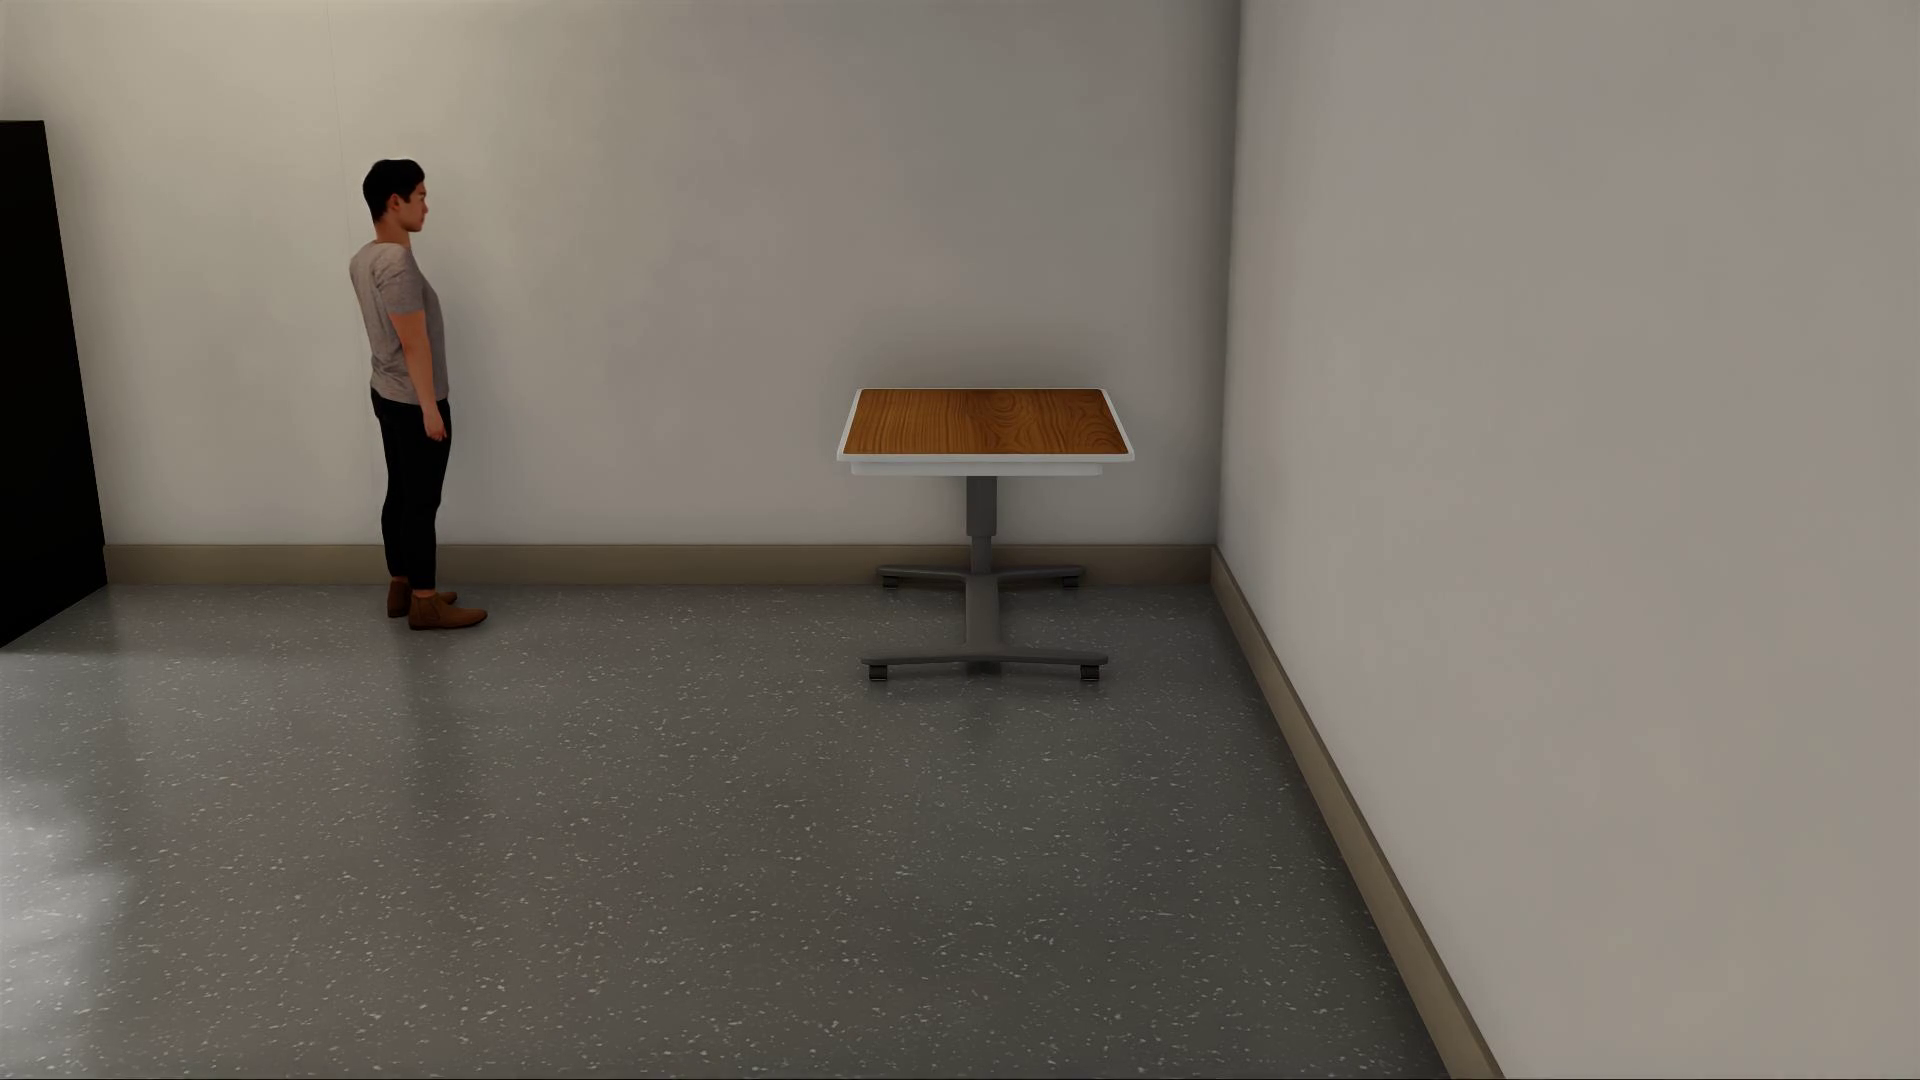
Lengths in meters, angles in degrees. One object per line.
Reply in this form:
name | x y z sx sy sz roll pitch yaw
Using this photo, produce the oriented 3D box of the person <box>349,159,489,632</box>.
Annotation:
person | -2.036 -0.531 6.123 0.704 1.712 0.686 -10 19 -32
